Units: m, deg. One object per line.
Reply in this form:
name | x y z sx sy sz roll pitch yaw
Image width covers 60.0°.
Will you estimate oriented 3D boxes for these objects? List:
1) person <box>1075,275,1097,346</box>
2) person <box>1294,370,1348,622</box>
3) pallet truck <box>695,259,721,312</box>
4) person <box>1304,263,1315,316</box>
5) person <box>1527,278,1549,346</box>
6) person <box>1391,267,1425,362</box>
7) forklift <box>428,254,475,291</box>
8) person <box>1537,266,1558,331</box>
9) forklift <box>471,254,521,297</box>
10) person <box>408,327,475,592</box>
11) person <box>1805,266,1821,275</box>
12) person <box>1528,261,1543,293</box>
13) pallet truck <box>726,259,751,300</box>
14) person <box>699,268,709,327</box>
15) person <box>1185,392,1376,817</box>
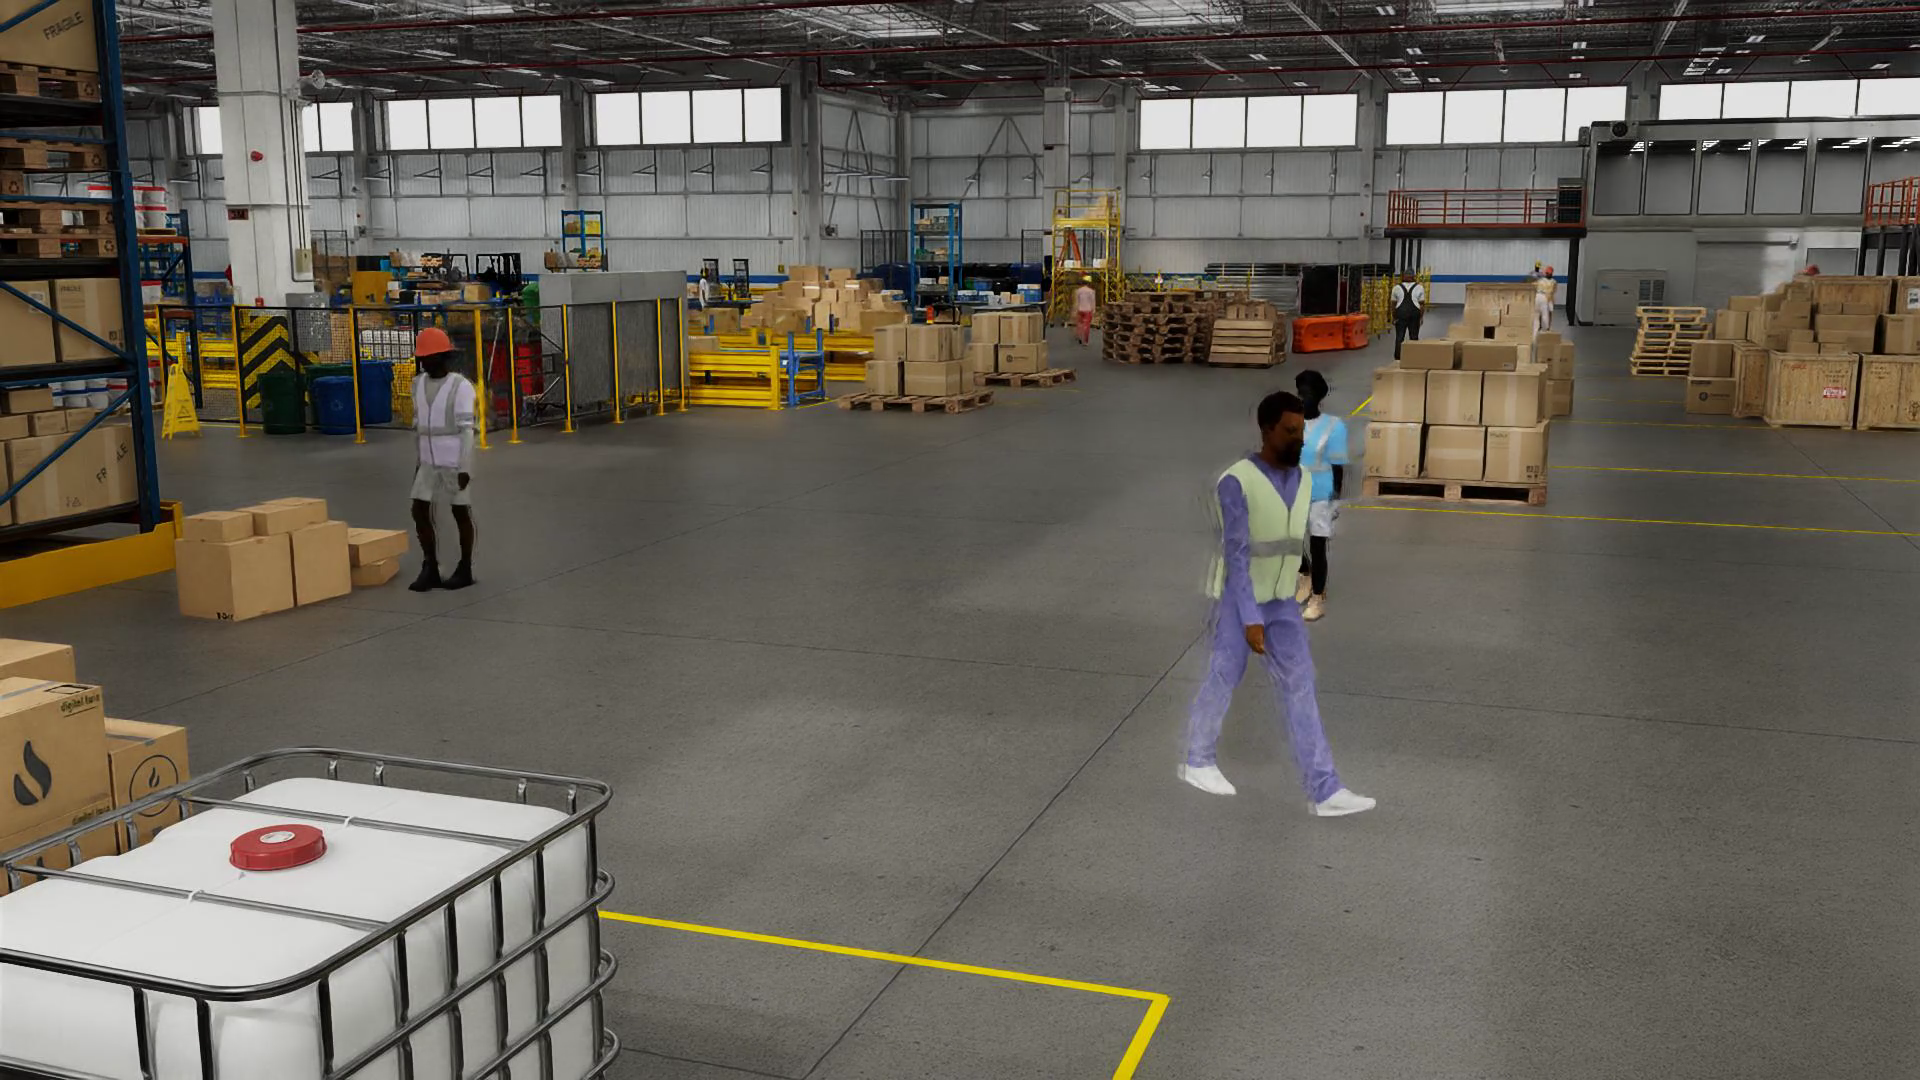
person | 3.141 -5.698 41.324 0.554 1.750 0.389 7 12 34
person | 2.350 -0.299 11.130 0.540 1.687 0.414 8 13 38
pallet truck | -9.165 -9.627 62.776 0.823 1.965 1.885 4 11 23
person | 12.161 -8.660 57.694 0.414 1.869 0.580 -2 10 -10
person | 10.780 -3.997 31.410 0.645 1.882 1.046 10 14 43
person | 9.411 -4.706 34.938 0.688 2.000 0.539 3 11 18
forklift | -20.133 -10.254 65.465 1.157 1.987 2.680 3 11 19
person | 16.461 -6.735 46.712 0.565 1.918 0.631 1 10 5
forklift | -17.990 -10.121 64.684 1.157 1.987 2.680 3 11 17
person | -3.765 -0.557 11.920 0.580 1.914 0.688 4 11 21
person | 19.433 -5.211 37.869 0.633 2.010 0.935 -4 11 -23
person | 20.212 -8.810 58.394 0.585 1.920 0.383 -4 11 -20
pallet truck | -7.986 -9.493 62.019 0.823 1.965 1.885 3 11 17
person | -7.012 -6.547 45.792 0.329 1.872 0.508 -2 10 -8
person | 1.371 0.285 7.316 0.592 1.865 1.016 -8 13 -37
